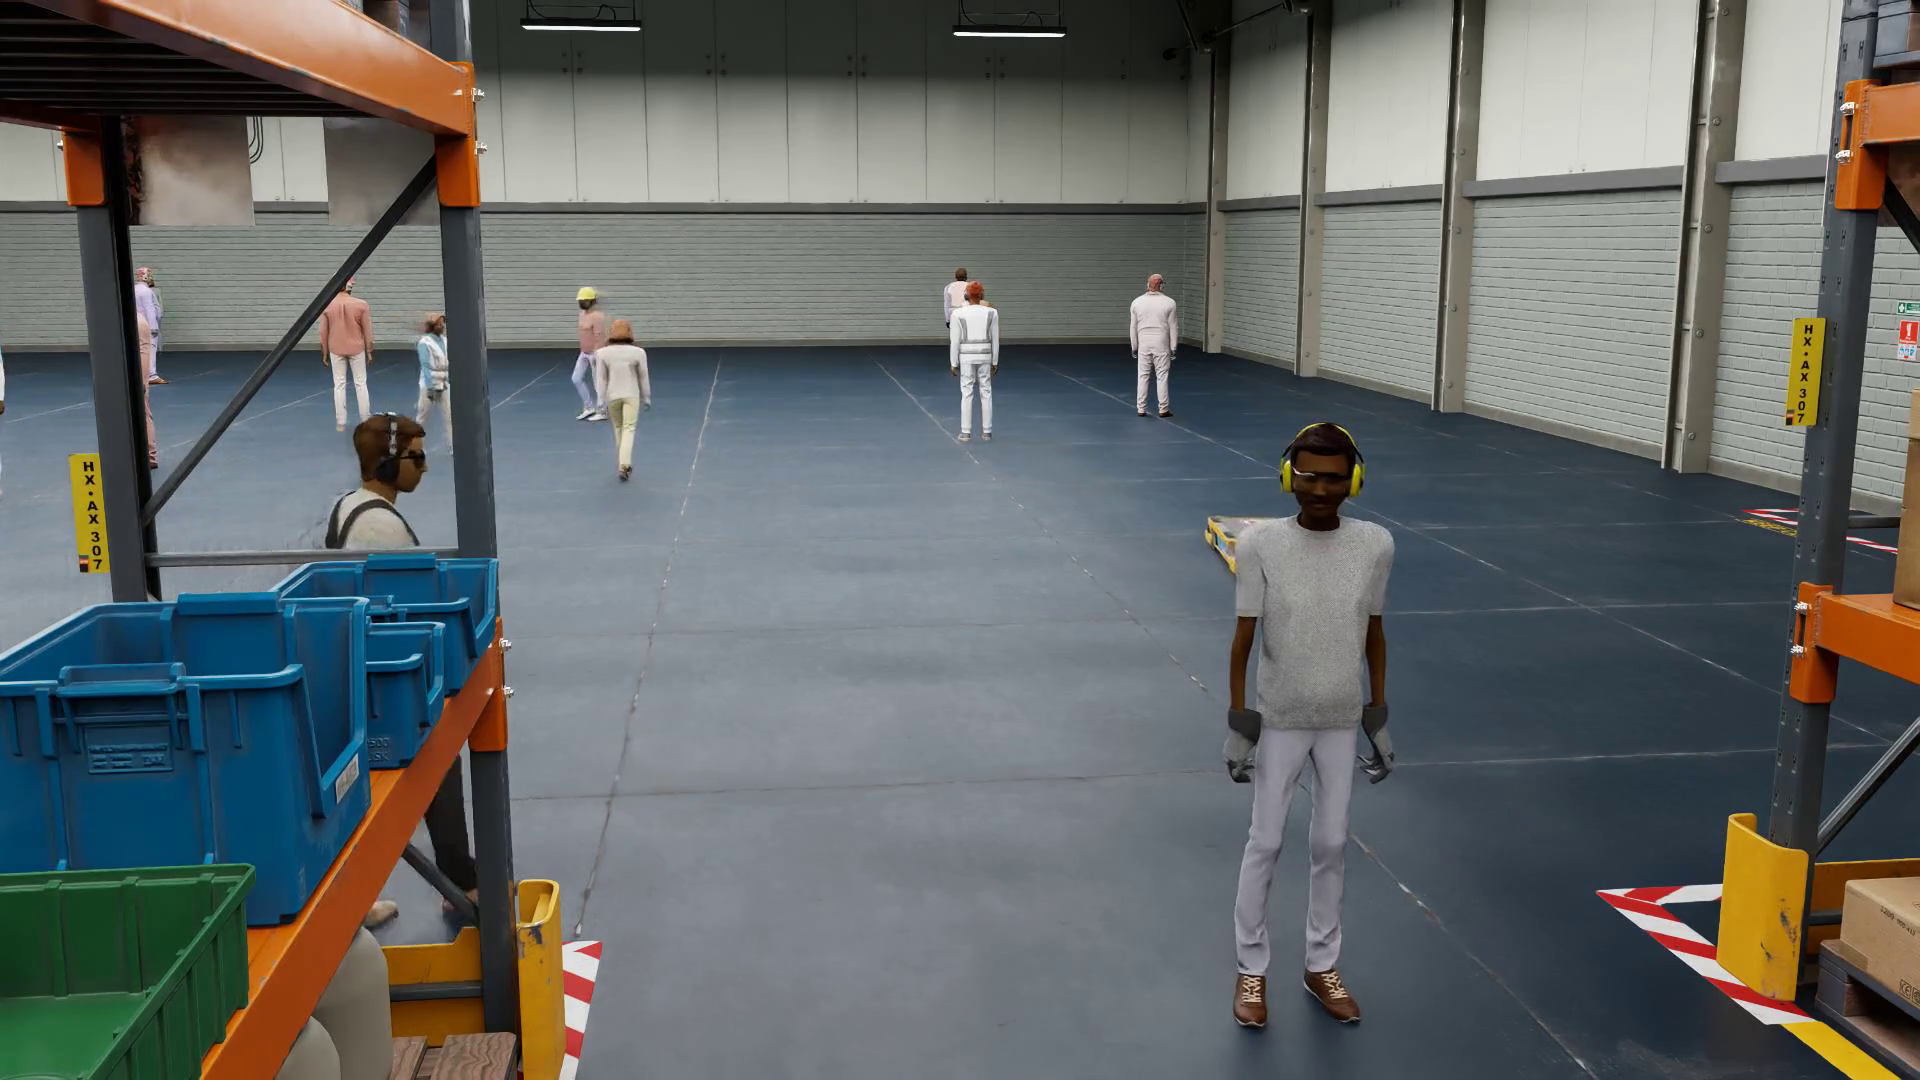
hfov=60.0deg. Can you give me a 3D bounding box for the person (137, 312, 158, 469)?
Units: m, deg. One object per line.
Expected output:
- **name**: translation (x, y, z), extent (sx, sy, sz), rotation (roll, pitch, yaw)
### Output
- **person**: translation (-8.596, -1.666, 17.180), extent (0.651, 1.904, 0.401), rotation (10, 14, 43)

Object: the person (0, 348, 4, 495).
- **person**: translation (-9.151, -1.327, 15.381), extent (0.572, 1.883, 0.358), rotation (-2, 10, -9)

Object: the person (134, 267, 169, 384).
- **person**: translation (-13.301, -3.503, 27.247), extent (0.643, 1.908, 0.411), rotation (9, 14, 42)

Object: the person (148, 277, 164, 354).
- **person**: translation (-16.551, -4.580, 33.994), extent (0.443, 1.629, 0.530), rotation (10, 14, 43)

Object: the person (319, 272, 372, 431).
- **person**: translation (-7.613, -2.344, 20.656), extent (0.613, 1.991, 0.392), rotation (-3, 11, -14)

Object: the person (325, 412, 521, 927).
- **person**: translation (-1.927, 0.458, 5.800), extent (0.828, 1.808, 0.527), rotation (-10, 14, -43)

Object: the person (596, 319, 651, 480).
- **person**: translation (-3.369, -1.408, 16.612), extent (0.506, 1.599, 0.846), rotation (0, 10, 1)

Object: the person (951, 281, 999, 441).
- **person**: translation (0.178, -2.105, 19.641), extent (0.574, 1.886, 0.356), rotation (-2, 10, -10)

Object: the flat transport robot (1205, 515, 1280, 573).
- **flat transport robot**: translation (2.261, 0.018, 12.430), extent (0.652, 0.197, 1.431), rotation (0, 10, 0)

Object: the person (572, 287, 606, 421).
- **person**: translation (-4.858, -2.414, 21.678), extent (0.481, 1.747, 0.554), rotation (-9, 14, -42)

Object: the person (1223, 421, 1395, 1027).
- **person**: translation (1.068, 0.563, 5.070), extent (0.528, 1.865, 0.313), rotation (-1, 10, -6)

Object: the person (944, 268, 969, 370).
- **person**: translation (0.025, -3.971, 30.042), extent (0.637, 1.847, 0.459), rotation (3, 11, 16)

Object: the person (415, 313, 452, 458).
- **person**: translation (-5.681, -1.655, 17.962), extent (0.853, 1.598, 0.532), rotation (4, 11, 20)

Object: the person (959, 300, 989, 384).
- **person**: translation (0.205, -3.386, 27.389), extent (0.540, 1.611, 0.714), rotation (-1, 10, -7)

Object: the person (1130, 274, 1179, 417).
- **person**: translation (2.605, -2.590, 22.240), extent (0.653, 1.906, 0.408), rotation (4, 11, 21)
